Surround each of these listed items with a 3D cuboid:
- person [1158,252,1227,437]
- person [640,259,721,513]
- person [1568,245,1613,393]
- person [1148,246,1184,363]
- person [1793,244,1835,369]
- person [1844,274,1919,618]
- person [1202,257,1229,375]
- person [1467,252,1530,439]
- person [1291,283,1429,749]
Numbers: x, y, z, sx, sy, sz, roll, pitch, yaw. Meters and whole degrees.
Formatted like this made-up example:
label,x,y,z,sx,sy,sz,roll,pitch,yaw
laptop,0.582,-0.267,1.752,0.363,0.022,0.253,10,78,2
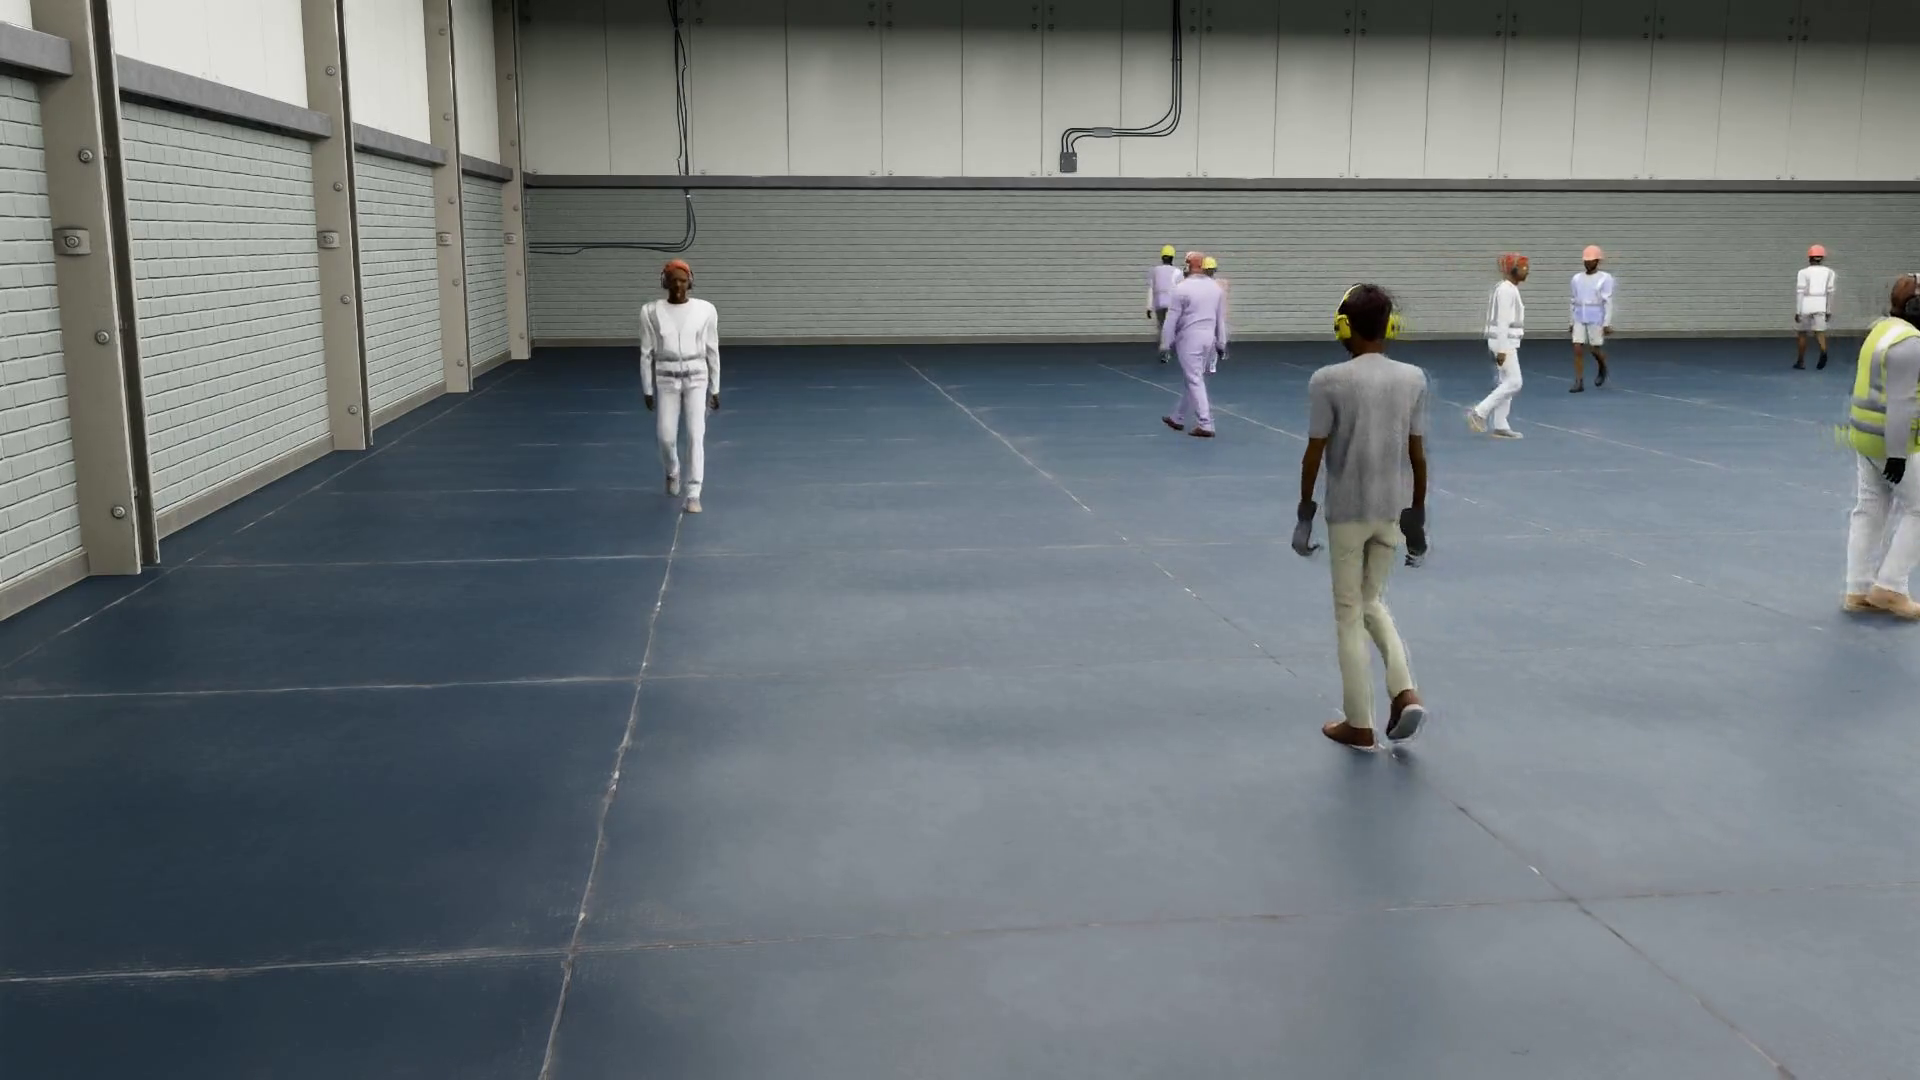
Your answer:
label,x,y,z,sx,sy,sz,roll,pitch,yaw
person,2.329,-2.013,17.093,0.692,1.860,0.965,-8,13,-37
person,-2.072,-1.148,12.363,0.583,1.869,0.561,-2,10,-9
person,8.264,-2.892,21.773,0.553,1.917,0.697,10,14,44
person,3.340,-3.822,26.949,0.606,1.885,0.947,4,11,19
person,12.942,-3.513,25.186,0.556,1.914,0.811,1,10,4
person,5.017,-0.487,8.825,0.537,1.825,0.659,3,11,16
person,3.687,-3.294,24.506,0.536,1.715,0.905,2,11,11
person,5.447,-1.935,16.653,0.459,1.870,0.607,4,11,19
person,1.583,-0.077,6.545,0.503,1.848,0.441,-4,11,-19
